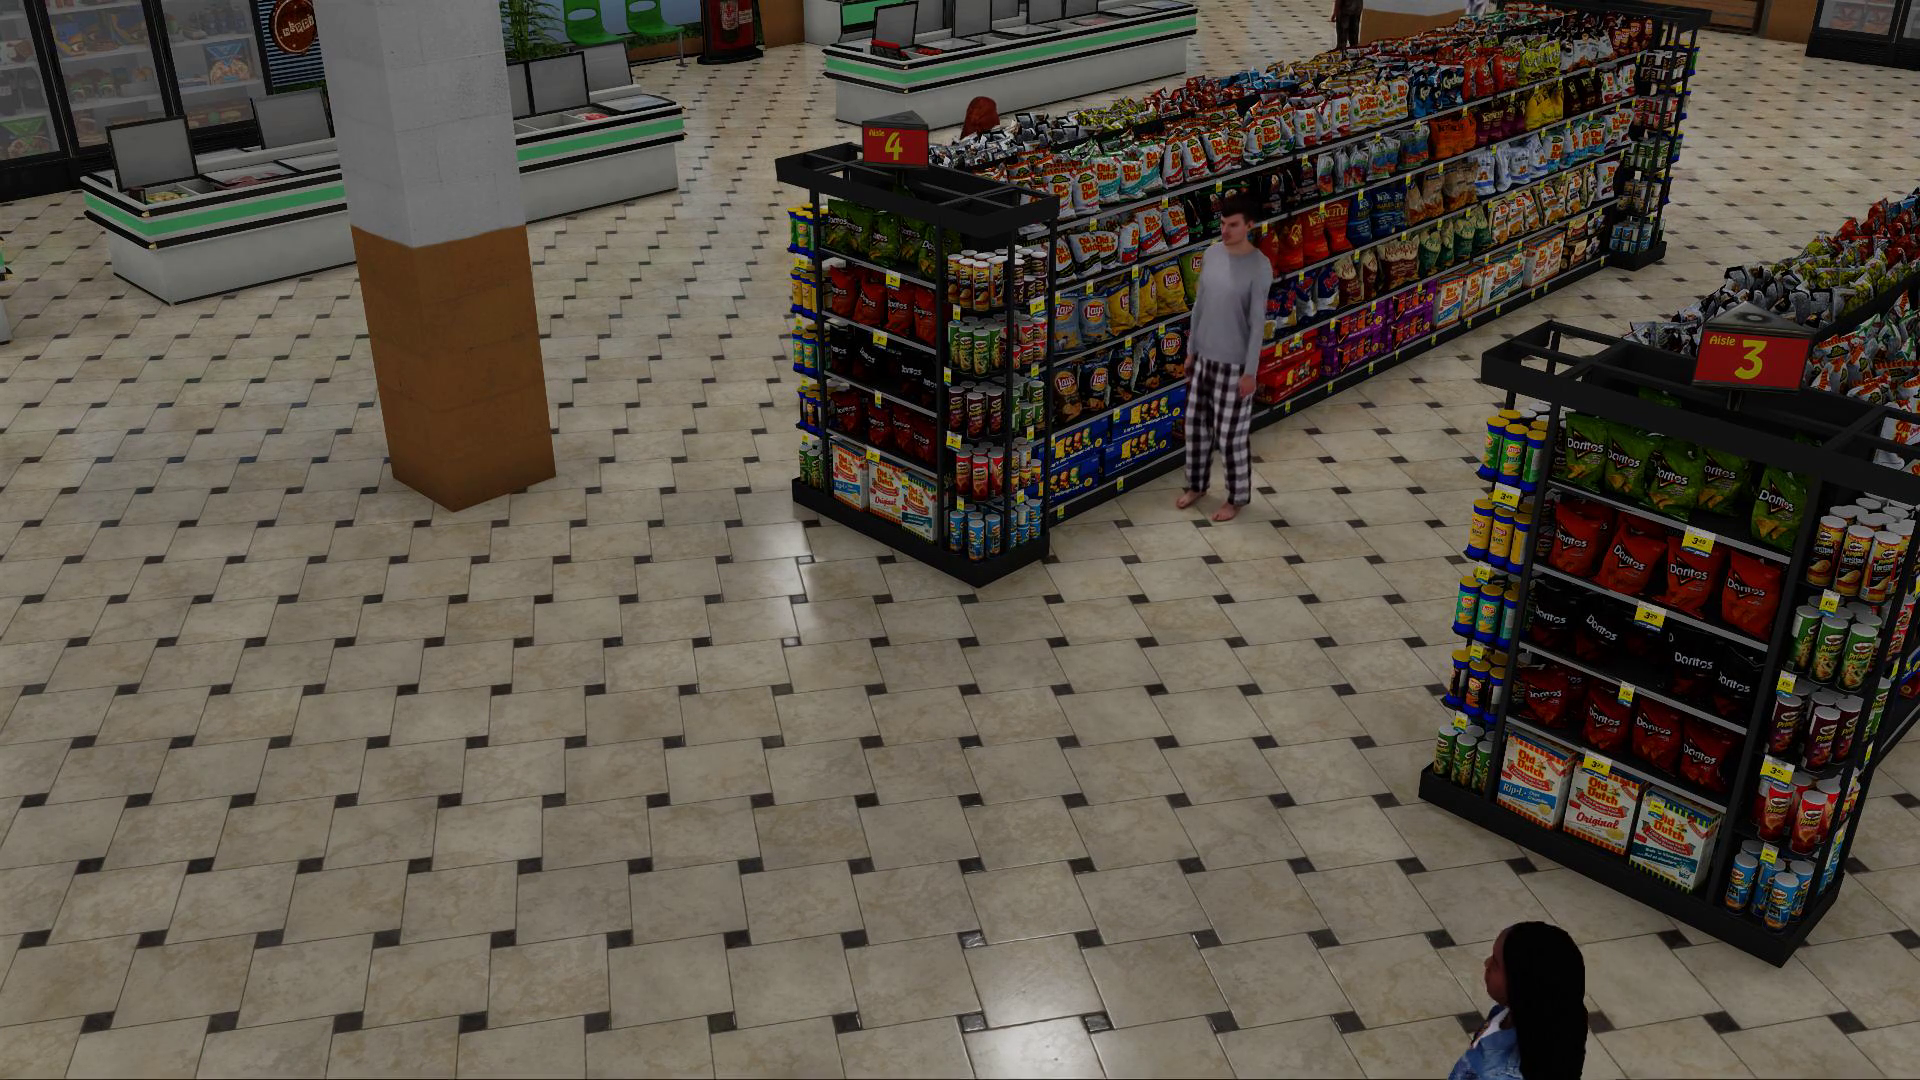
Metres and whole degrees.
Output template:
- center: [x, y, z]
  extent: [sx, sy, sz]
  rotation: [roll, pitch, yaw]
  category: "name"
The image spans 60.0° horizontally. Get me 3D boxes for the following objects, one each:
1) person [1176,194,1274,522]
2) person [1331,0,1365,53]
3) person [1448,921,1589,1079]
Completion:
- center: [1.491, -1.014, 9.206]
  extent: [0.539, 1.844, 0.658]
  rotation: [-22, 34, -36]
  category: "person"
- center: [4.659, -6.351, 19.889]
  extent: [0.562, 1.701, 0.692]
  rotation: [-14, 30, -25]
  category: "person"
- center: [1.393, 1.656, 4.097]
  extent: [0.753, 1.703, 0.765]
  rotation: [18, 32, 32]
  category: "person"
